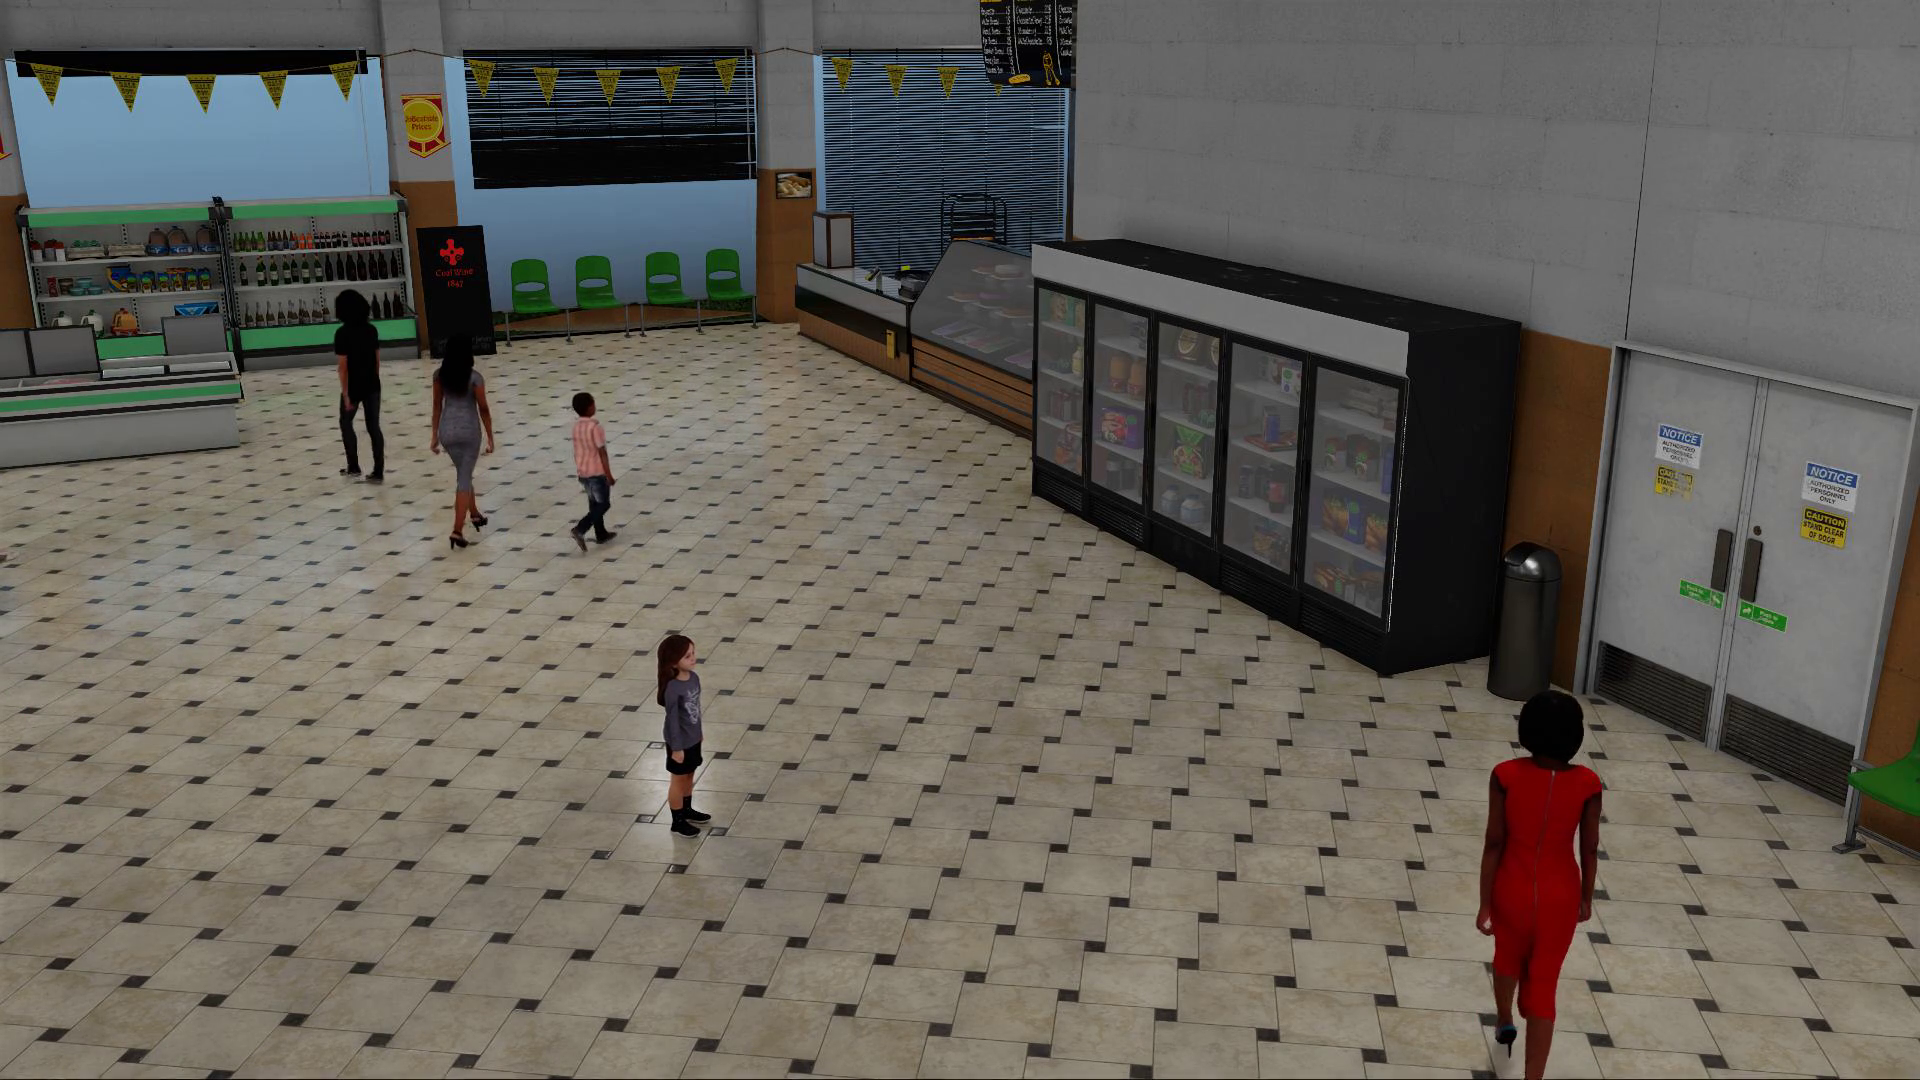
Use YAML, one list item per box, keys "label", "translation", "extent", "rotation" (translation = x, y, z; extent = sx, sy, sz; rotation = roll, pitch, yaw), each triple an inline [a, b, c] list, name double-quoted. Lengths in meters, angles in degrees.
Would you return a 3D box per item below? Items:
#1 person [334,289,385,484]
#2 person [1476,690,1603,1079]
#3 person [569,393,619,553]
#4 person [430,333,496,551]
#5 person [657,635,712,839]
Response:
- label: "person"
  translation: [-5.559, -1.417, 15.566]
  extent: [0.910, 1.812, 0.902]
  rotation: [14, 22, 38]
- label: "person"
  translation: [2.185, 1.451, 6.322]
  extent: [1.080, 1.695, 1.108]
  rotation: [5, 18, 17]
- label: "person"
  translation: [-3.031, -0.551, 13.601]
  extent: [0.713, 1.297, 0.873]
  rotation: [13, 21, 37]
- label: "person"
  translation: [-4.110, -0.771, 13.547]
  extent: [0.973, 1.749, 0.984]
  rotation: [3, 17, 9]
- label: "person"
  translation: [-1.464, 1.012, 8.781]
  extent: [0.583, 1.106, 0.541]
  rotation: [4, 17, 12]
